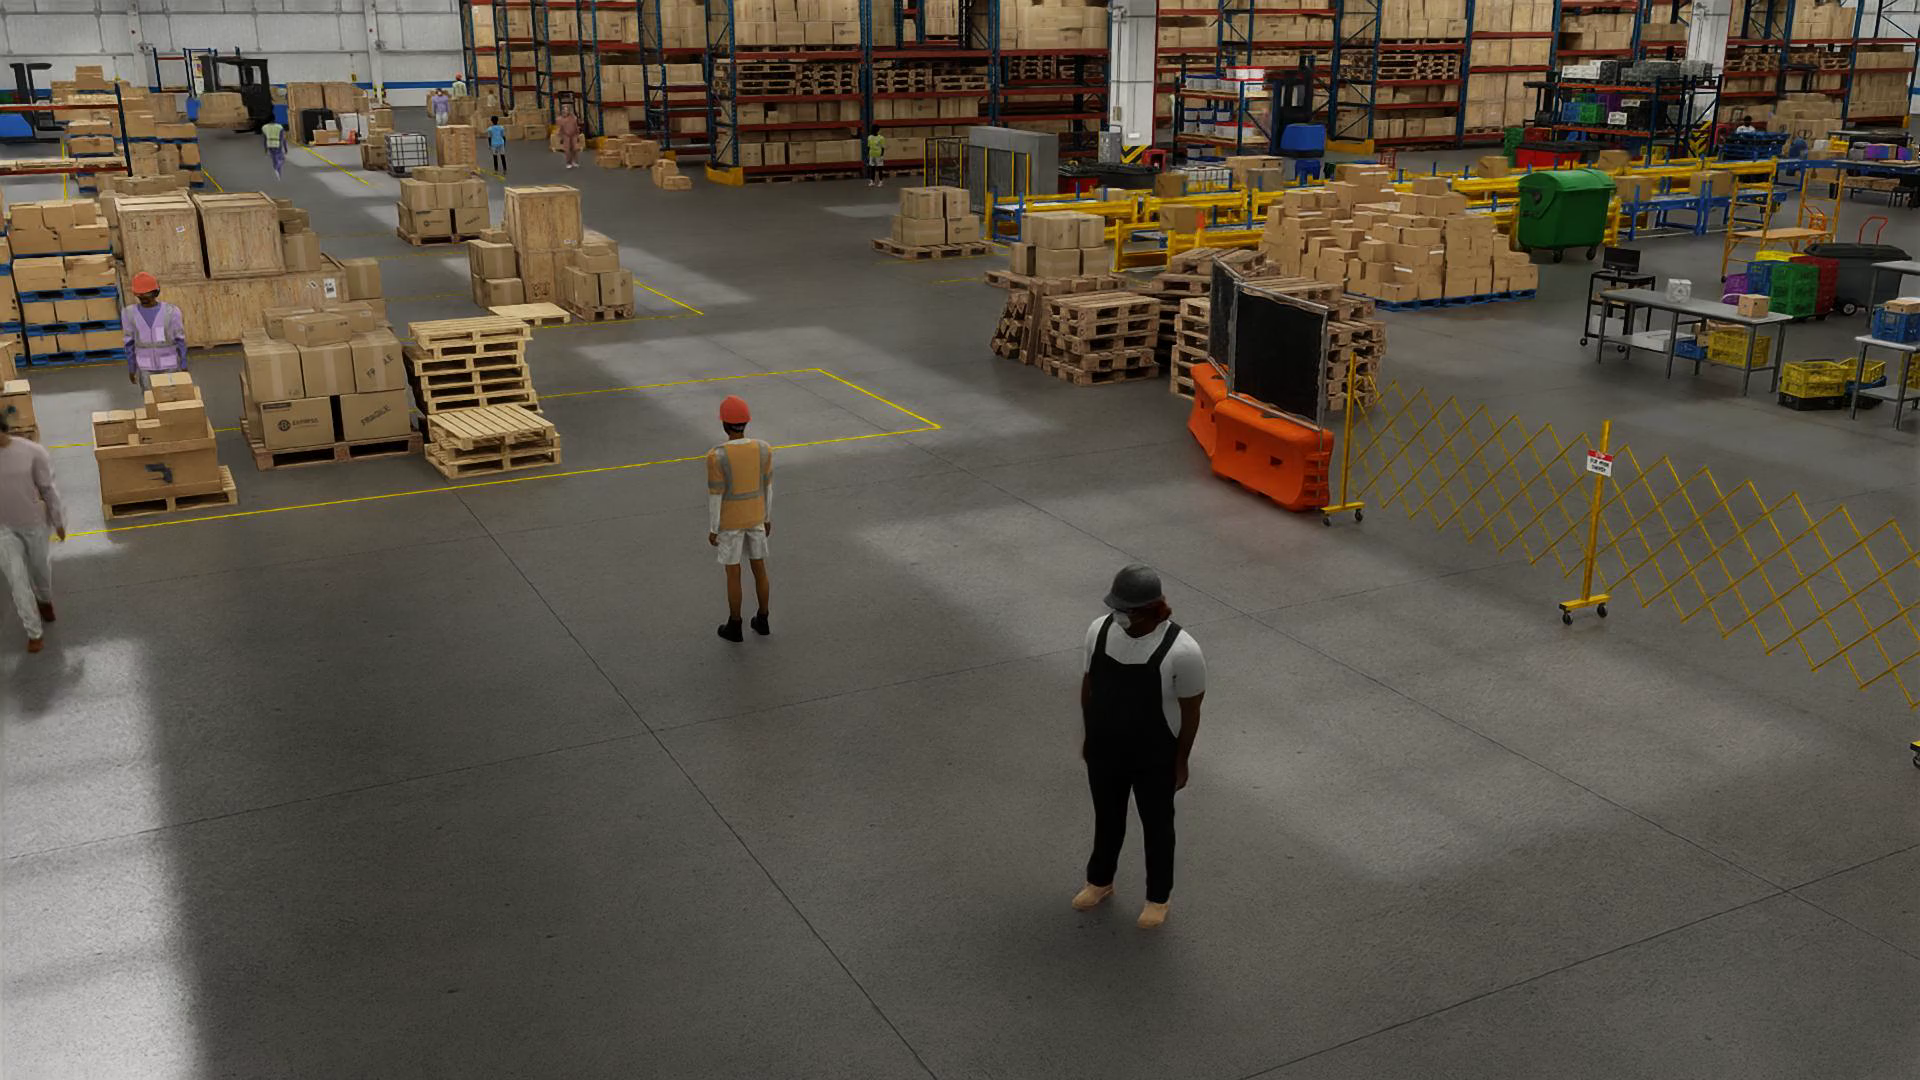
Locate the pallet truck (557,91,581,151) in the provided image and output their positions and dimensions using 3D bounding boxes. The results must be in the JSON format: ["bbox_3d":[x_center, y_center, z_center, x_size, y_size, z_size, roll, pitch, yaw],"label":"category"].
[{"bbox_3d":[-13.495,-14.412,57.188,0.823,1.965,1.885,-3,18,-9],"label":"pallet truck"}]

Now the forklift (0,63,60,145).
[{"bbox_3d":[-33.500,-15.620,59.532,1.873,2.768,1.129,-9,20,-26],"label":"forklift"}]

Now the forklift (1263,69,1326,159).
[{"bbox_3d":[10.988,-13.908,54.192,1.129,2.768,1.873,-9,20,-26],"label":"forklift"}]

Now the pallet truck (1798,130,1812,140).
[{"bbox_3d":[25.526,-11.556,49.408,1.630,1.274,0.653,-9,20,-26],"label":"pallet truck"}]

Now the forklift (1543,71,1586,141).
[{"bbox_3d":[18.685,-13.231,52.085,1.873,2.768,1.129,-9,20,-26],"label":"forklift"}]

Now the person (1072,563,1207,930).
[{"bbox_3d":[0.911,1.083,8.810,0.684,2.000,0.536,11,21,32],"label":"person"}]

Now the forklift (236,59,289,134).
[{"bbox_3d":[-27.235,-17.286,64.724,1.129,2.768,1.873,7,19,21],"label":"forklift"}]

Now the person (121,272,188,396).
[{"bbox_3d":[-8.748,-1.907,18.132,0.614,2.039,0.394,-5,18,-16],"label":"person"}]

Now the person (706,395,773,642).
[{"bbox_3d":[-1.703,-0.166,12.864,0.545,1.943,0.347,-12,21,-33],"label":"person"}]

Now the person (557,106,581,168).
[{"bbox_3d":[-11.884,-12.271,50.700,0.669,1.873,0.813,-10,21,-29],"label":"person"}]

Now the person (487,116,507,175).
[{"bbox_3d":[-13.617,-11.613,48.952,0.529,1.692,0.321,-9,20,-26],"label":"person"}]

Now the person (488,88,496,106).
[{"bbox_3d":[-18.793,-17.273,66.697,0.446,1.622,0.540,-6,19,-19],"label":"person"}]

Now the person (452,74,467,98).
[{"bbox_3d":[-21.548,-19.080,71.744,0.612,1.995,0.377,2,18,6],"label":"person"}]

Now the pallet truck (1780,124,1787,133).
[{"bbox_3d":[25.206,-12.542,52.601,1.601,1.201,0.680,0,18,-2],"label":"pallet truck"}]

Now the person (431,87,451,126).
[{"bbox_3d":[-19.169,-15.762,61.525,0.630,1.925,0.434,-7,19,-21],"label":"person"}]

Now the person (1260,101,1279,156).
[{"bbox_3d":[10.046,-13.241,53.724,0.665,1.877,0.638,-13,22,-36],"label":"person"}]

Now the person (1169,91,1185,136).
[{"bbox_3d":[8.314,-16.334,63.483,0.596,1.814,0.709,-6,19,-19],"label":"person"}]

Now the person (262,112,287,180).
[{"bbox_3d":[-19.438,-11.151,47.166,0.605,1.906,0.624,-1,18,-2],"label":"person"}]

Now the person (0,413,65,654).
[{"bbox_3d":[-7.317,-0.140,12.889,0.647,1.910,0.937,-10,20,-27],"label":"person"}]

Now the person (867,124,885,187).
[{"bbox_3d":[-2.309,-10.518,45.529,0.537,1.700,0.317,10,20,27],"label":"person"}]

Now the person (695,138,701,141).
[{"bbox_3d":[-9.469,-15.684,61.237,0.784,1.946,0.613,-12,21,-33],"label":"person"}]

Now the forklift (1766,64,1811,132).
[{"bbox_3d":[29.456,-15.442,58.976,1.129,2.768,1.873,5,18,14],"label":"forklift"}]

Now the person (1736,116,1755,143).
[{"bbox_3d":[23.127,-11.652,49.067,0.540,1.695,0.317,-1,18,-2],"label":"person"}]

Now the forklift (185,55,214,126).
[{"bbox_3d":[-31.232,-18.690,69.103,1.873,2.768,1.129,-9,20,-26],"label":"forklift"}]
